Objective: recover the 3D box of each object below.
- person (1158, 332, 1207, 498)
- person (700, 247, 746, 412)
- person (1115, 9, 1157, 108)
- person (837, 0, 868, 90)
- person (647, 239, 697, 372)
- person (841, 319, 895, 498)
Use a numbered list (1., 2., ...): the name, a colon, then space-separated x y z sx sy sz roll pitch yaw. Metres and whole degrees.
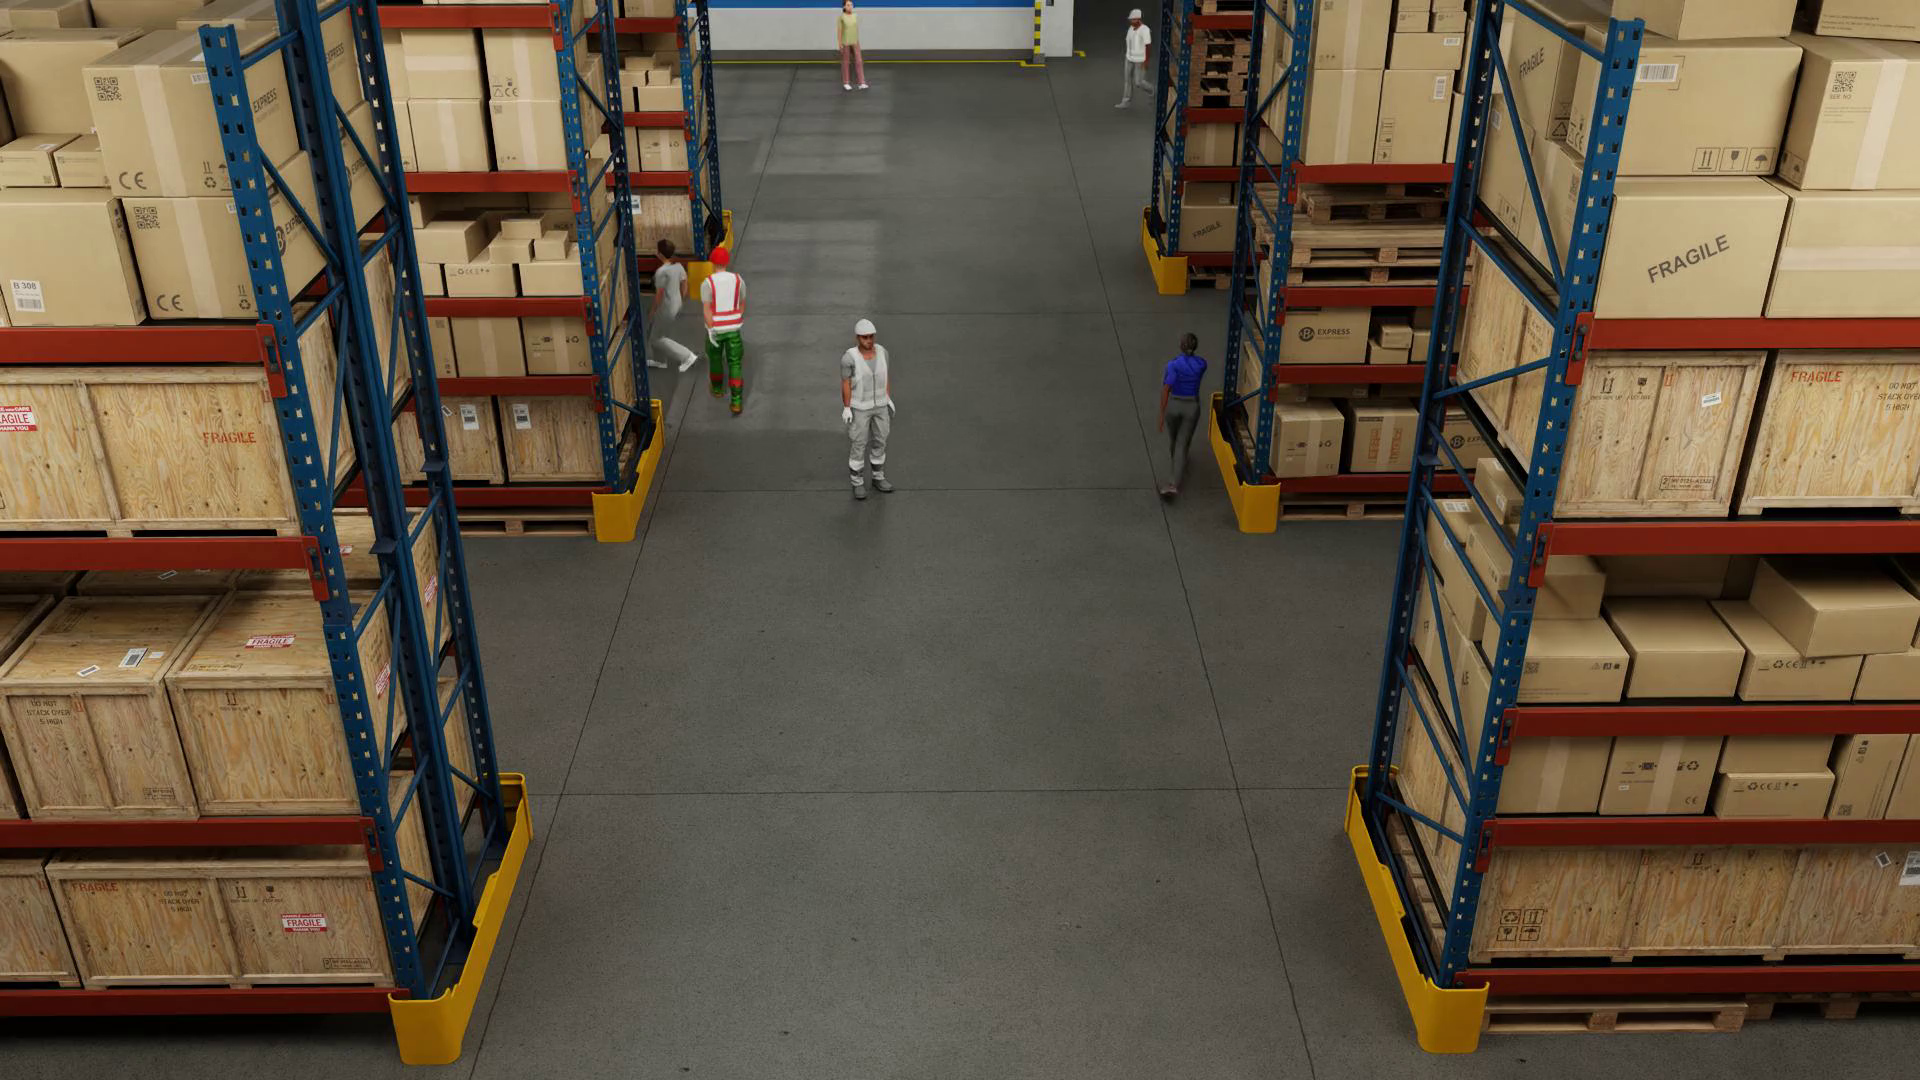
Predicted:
1. person: 2.194 -1.283 16.452 0.433 1.599 1.002 4 29 7
2. person: -2.572 -2.336 18.216 0.508 1.763 0.856 -8 29 -15
3. person: 3.240 -8.717 30.125 0.774 1.757 0.619 -18 33 -30
4. person: -2.043 -9.301 31.298 0.448 1.667 0.716 -12 30 -21
5. person: -3.376 -2.698 19.108 0.747 1.588 0.552 8 29 14
6. person: -0.886 -1.300 16.297 0.553 1.795 0.363 -15 32 -26
